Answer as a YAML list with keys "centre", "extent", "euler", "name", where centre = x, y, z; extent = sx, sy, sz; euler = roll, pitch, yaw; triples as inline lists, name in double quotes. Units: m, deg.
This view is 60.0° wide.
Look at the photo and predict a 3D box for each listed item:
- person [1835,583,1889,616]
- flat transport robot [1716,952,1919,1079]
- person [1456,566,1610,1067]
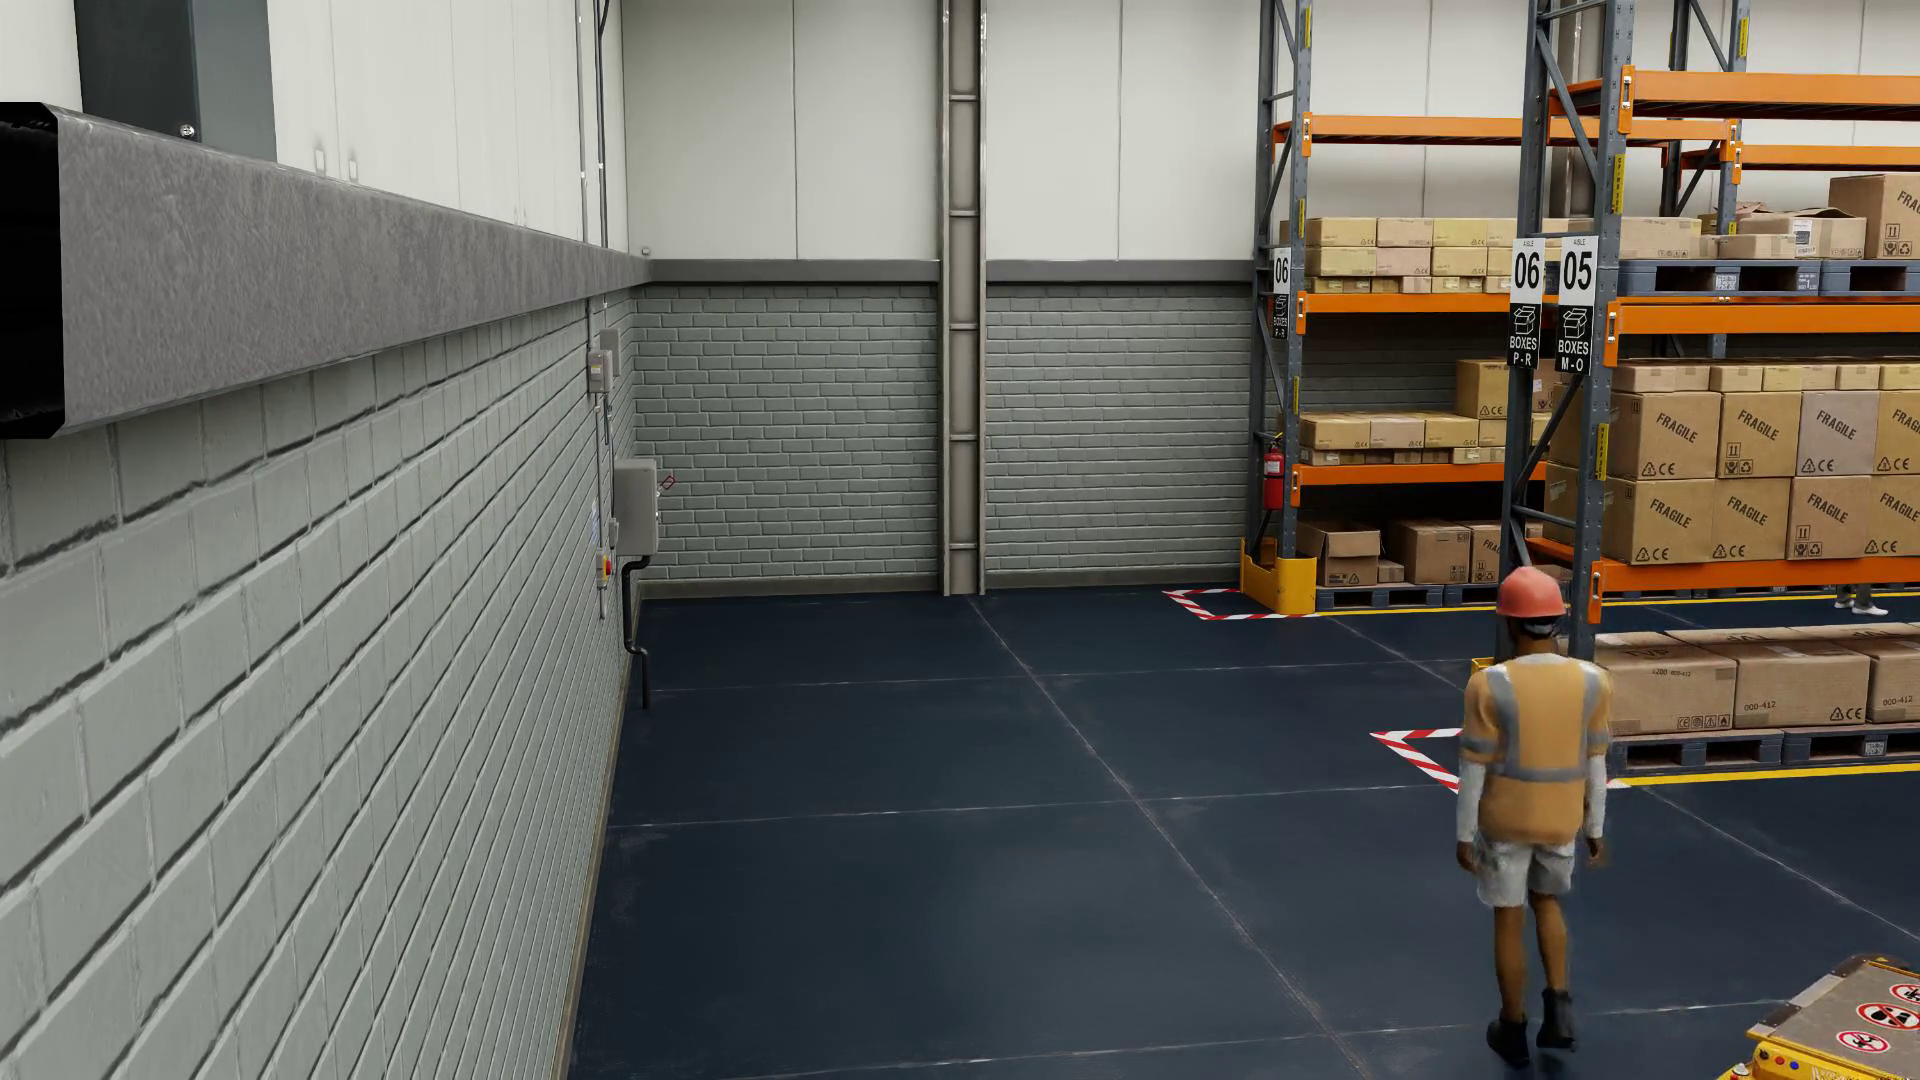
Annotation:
- centre: [8.040, -0.291, 14.695]
  extent: [0.406, 1.916, 0.585]
  euler: [-2, 9, -13]
  name: "person"
- centre: [3.457, 1.899, 6.225]
  extent: [1.431, 0.197, 0.652]
  euler: [-8, 12, -42]
  name: "flat transport robot"
- centre: [2.159, 1.056, 6.341]
  extent: [0.569, 1.922, 0.395]
  euler: [-1, 9, -4]
  name: "person"
